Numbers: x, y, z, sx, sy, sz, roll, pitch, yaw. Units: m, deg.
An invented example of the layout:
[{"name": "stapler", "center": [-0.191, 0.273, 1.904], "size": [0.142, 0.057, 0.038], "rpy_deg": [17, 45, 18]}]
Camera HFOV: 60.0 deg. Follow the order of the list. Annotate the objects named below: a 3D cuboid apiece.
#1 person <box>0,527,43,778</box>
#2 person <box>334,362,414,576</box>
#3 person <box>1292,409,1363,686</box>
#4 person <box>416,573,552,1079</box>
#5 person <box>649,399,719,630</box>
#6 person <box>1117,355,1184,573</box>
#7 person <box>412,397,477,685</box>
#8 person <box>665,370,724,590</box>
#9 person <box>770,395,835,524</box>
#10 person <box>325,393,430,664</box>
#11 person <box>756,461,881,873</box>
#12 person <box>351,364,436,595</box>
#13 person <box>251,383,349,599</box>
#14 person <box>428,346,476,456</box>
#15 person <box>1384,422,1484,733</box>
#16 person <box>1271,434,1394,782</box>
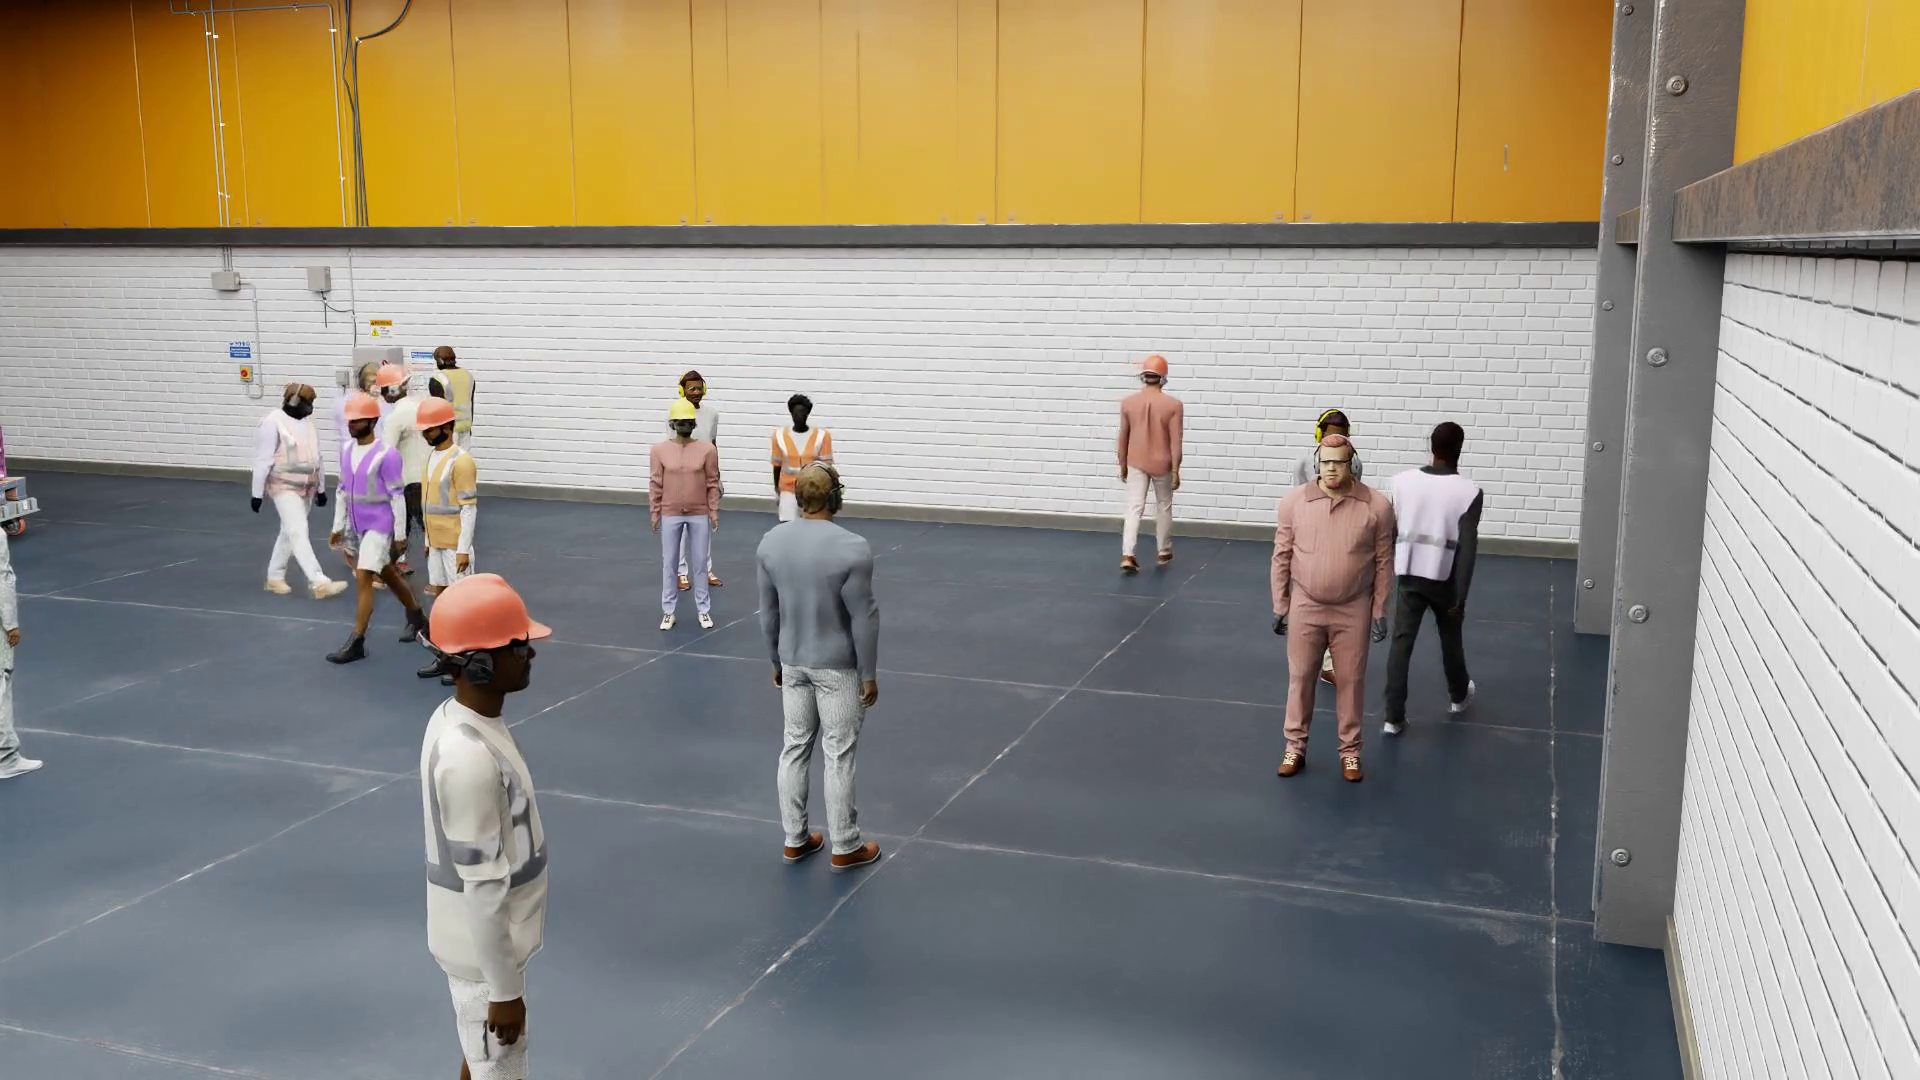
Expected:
[{"name": "person", "center": [-5.397, 0.446, 9.148], "size": [0.488, 1.743, 0.317], "rpy_deg": [1, 10, 7]}, {"name": "person", "center": [-5.239, -0.636, 14.799], "size": [0.623, 1.910, 0.910], "rpy_deg": [-10, 14, -44]}, {"name": "person", "center": [2.410, 0.068, 10.940], "size": [0.508, 1.865, 0.329], "rpy_deg": [-3, 10, -15]}, {"name": "person", "center": [-1.280, 1.101, 4.604], "size": [0.369, 2.048, 0.607], "rpy_deg": [-4, 11, -19]}, {"name": "person", "center": [-2.097, -0.194, 12.676], "size": [0.533, 1.772, 0.298], "rpy_deg": [-2, 10, -11]}, {"name": "person", "center": [1.693, -0.687, 14.951], "size": [0.628, 1.954, 1.003], "rpy_deg": [4, 11, 23]}, {"name": "person", "center": [-3.439, 0.003, 11.115], "size": [0.542, 1.930, 0.366], "rpy_deg": [10, 14, 43]}, {"name": "person", "center": [-2.259, -0.515, 14.199], "size": [0.531, 1.870, 0.318], "rpy_deg": [-7, 12, -35]}, {"name": "person", "center": [-1.325, -0.383, 14.010], "size": [0.545, 1.661, 0.785], "rpy_deg": [-1, 10, -5]}, {"name": "person", "center": [-4.186, -0.121, 11.937], "size": [0.540, 1.900, 0.998], "rpy_deg": [7, 12, 33]}, {"name": "person", "center": [-0.647, 0.591, 7.781], "size": [0.629, 1.940, 0.372], "rpy_deg": [5, 11, 28]}, {"name": "person", "center": [-4.673, -0.492, 13.880], "size": [1.033, 1.925, 0.643], "rpy_deg": [0, 10, 1]}, {"name": "person", "center": [-5.519, -0.407, 13.846], "size": [0.884, 1.780, 0.698], "rpy_deg": [3, 10, 16]}, {"name": "person", "center": [-5.565, -1.202, 18.172], "size": [0.430, 1.838, 0.619], "rpy_deg": [5, 11, 25]}, {"name": "person", "center": [2.885, 0.212, 10.147], "size": [0.602, 1.859, 1.030], "rpy_deg": [7, 12, 34]}, {"name": "person", "center": [2.023, 0.372, 9.103], "size": [0.651, 1.907, 0.409], "rpy_deg": [3, 10, 15]}]
